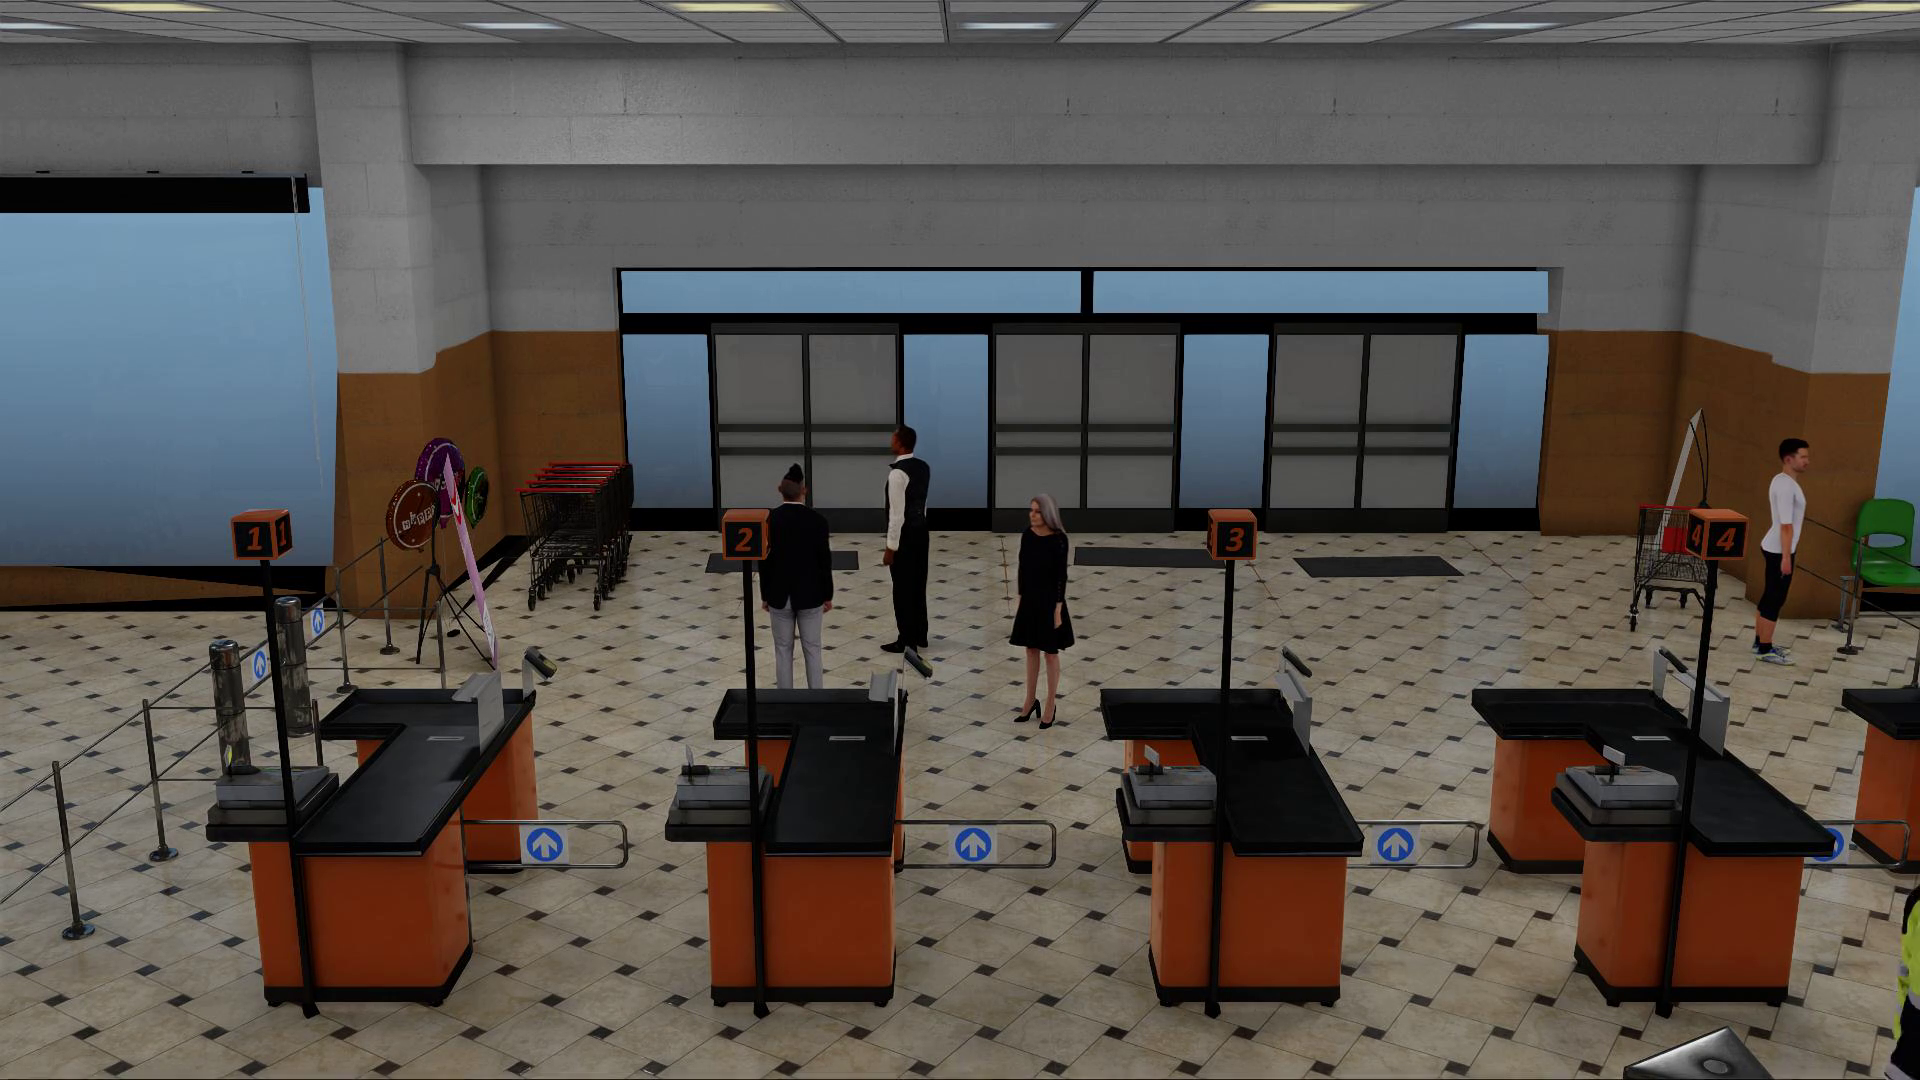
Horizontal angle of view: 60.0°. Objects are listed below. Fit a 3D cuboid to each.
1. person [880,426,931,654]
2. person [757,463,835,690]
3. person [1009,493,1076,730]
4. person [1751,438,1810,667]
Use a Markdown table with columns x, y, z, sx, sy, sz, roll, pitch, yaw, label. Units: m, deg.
| x | y | z | sx | sy | sz | roll | pitch | yaw | label |
| --- | --- | --- | --- | --- | --- | --- | --- | --- | --- |
| -0.437 | -0.009 | 13.910 | 0.838 | 1.918 | 0.707 | 7 | 16 | 28 | person |
| -1.209 | 0.380 | 12.243 | 0.693 | 1.948 | 0.568 | 0 | 14 | 1 | person |
| 0.595 | 0.509 | 12.139 | 0.699 | 1.747 | 0.753 | 12 | 18 | 41 | person |
| 6.750 | 0.077 | 13.701 | 0.801 | 1.850 | 0.649 | 5 | 15 | 21 | person |
